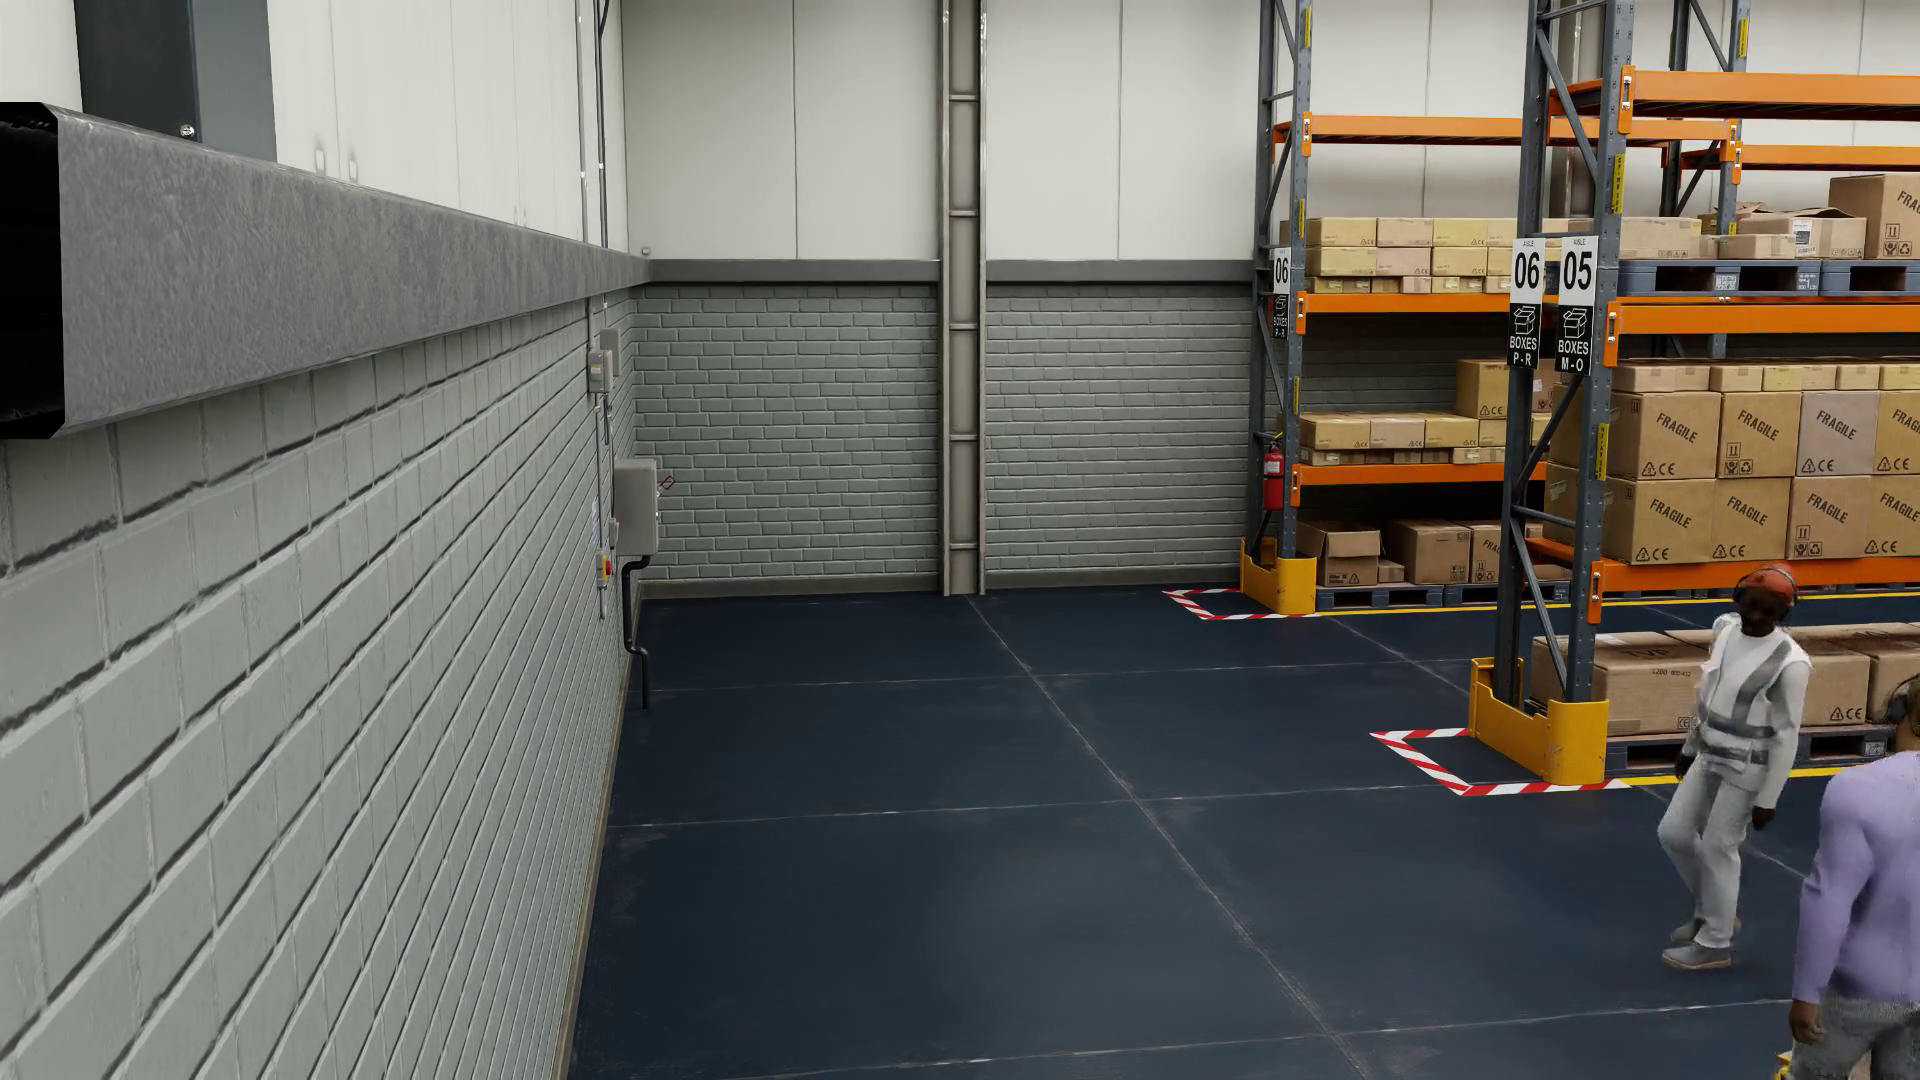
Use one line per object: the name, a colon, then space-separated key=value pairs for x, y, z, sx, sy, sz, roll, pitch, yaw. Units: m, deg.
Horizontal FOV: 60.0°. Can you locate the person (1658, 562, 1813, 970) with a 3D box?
person: x=3.272 y=0.981 z=7.059 sx=0.392 sy=1.842 sz=0.645 roll=0 pitch=9 yaw=-2

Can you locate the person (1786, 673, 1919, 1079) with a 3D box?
person: x=2.721 y=1.303 z=4.948 sx=0.706 sy=1.889 sz=0.689 roll=-1 pitch=9 yaw=-3

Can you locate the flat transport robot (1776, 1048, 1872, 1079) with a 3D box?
flat transport robot: x=3.477 y=1.951 z=5.906 sx=1.431 sy=0.197 sz=0.652 roll=-5 pitch=10 yaw=-28
